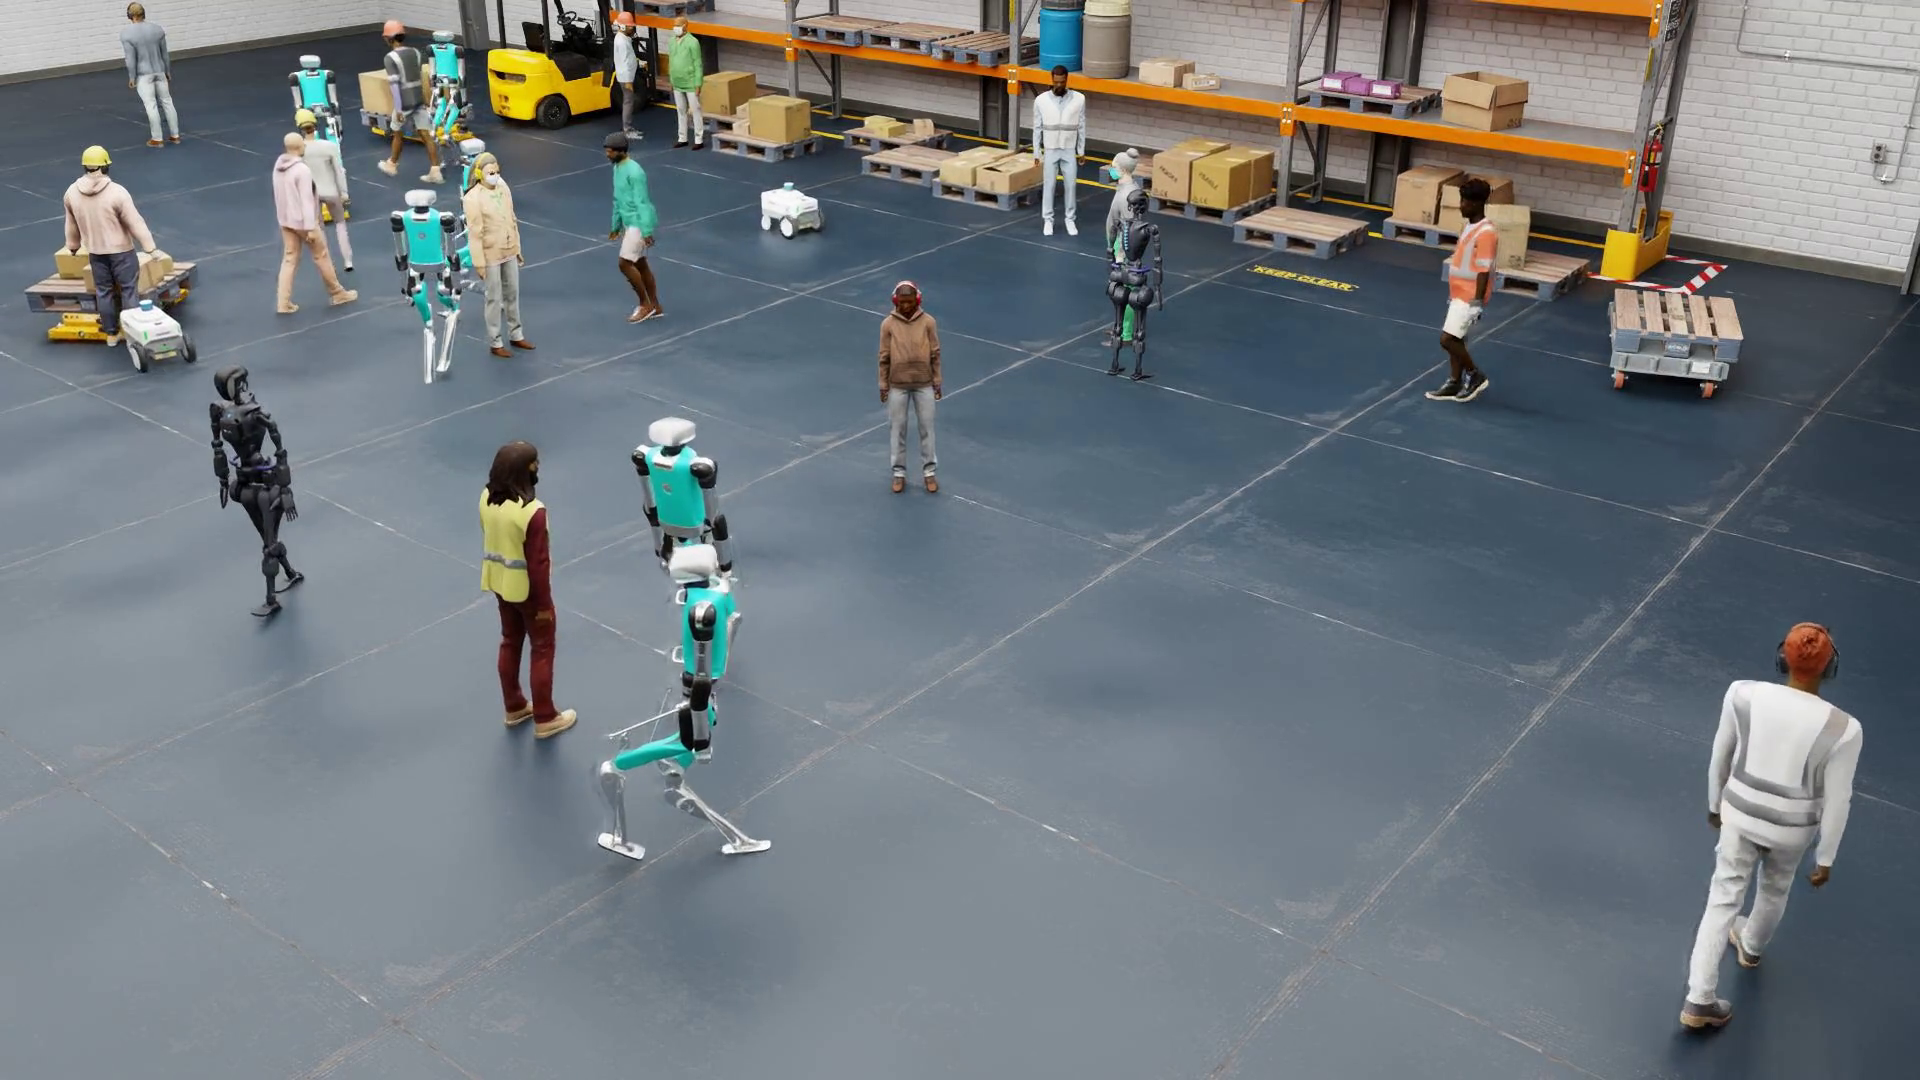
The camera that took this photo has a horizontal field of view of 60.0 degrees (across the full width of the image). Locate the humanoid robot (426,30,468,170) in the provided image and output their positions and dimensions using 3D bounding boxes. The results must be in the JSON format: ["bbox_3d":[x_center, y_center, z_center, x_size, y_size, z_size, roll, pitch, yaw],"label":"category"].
[{"bbox_3d":[-6.714,-5.660,21.550,0.530,1.743,0.754,7,27,13],"label":"humanoid robot"}]

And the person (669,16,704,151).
[{"bbox_3d":[-3.744,-6.248,22.769,0.537,1.783,0.387,15,29,28],"label":"person"}]

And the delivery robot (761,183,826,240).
[{"bbox_3d":[-1.940,-3.792,19.078,0.499,0.581,0.754,-23,34,-39],"label":"delivery robot"}]

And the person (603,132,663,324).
[{"bbox_3d":[-3.161,-2.991,15.973,0.559,1.823,0.519,-13,29,-25],"label":"person"}]

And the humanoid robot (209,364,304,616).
[{"bbox_3d":[-4.554,-0.344,10.683,0.613,1.633,0.658,9,27,18],"label":"humanoid robot"}]

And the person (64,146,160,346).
[{"bbox_3d":[-7.816,-2.674,15.290,0.822,1.853,0.434,1,26,1],"label":"person"}]

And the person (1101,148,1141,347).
[{"bbox_3d":[1.501,-2.703,15.359,0.327,1.842,0.526,4,26,9],"label":"person"}]

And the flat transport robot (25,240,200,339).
[{"bbox_3d":[-8.222,-2.269,16.270,0.659,0.231,1.431,2,26,4],"label":"flat transport robot"}]

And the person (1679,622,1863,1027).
[{"bbox_3d":[3.498,1.241,7.209,0.576,1.840,0.912,17,30,31],"label":"person"}]

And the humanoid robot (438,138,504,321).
[{"bbox_3d":[-4.828,-2.922,15.993,1.030,1.769,0.532,-22,34,-38],"label":"humanoid robot"}]

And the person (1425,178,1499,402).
[{"bbox_3d":[4.219,-2.062,13.904,0.416,1.947,0.633,1,26,2],"label":"person"}]

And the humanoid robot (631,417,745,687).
[{"bbox_3d":[-1.481,0.050,9.860,0.537,1.823,0.817,12,28,23],"label":"humanoid robot"}]

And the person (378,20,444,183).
[{"bbox_3d":[-7.077,-5.560,21.101,1.039,1.988,0.639,14,29,27],"label":"person"}]

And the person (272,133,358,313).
[{"bbox_3d":[-6.470,-3.101,16.310,0.567,1.754,0.824,16,30,29],"label":"person"}]

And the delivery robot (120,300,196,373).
[{"bbox_3d":[-7.342,-1.878,15.127,0.499,0.592,0.792,-21,33,-36],"label":"delivery robot"}]

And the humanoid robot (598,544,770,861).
[{"bbox_3d":[-1.516,0.865,8.154,1.016,1.786,0.535,-2,26,-4],"label":"humanoid robot"}]

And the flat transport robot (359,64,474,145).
[{"bbox_3d":[-7.679,-5.849,23.684,1.431,0.231,0.659,18,31,33],"label":"flat transport robot"}]

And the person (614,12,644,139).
[{"bbox_3d":[-4.670,-6.538,23.421,0.347,1.739,0.571,-5,26,-10],"label":"person"}]

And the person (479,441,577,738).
[{"bbox_3d":[-2.445,0.288,9.263,0.478,1.762,0.374,16,30,30],"label":"person"}]

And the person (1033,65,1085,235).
[{"bbox_3d":[1.117,-4.412,18.832,0.597,1.906,0.408,-2,26,-4],"label":"person"}]

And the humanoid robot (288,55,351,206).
[{"bbox_3d":[-7.616,-4.867,19.920,0.532,1.750,0.741,-14,29,-27],"label":"humanoid robot"}]

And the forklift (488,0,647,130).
[{"bbox_3d":[-5.874,-7.334,24.552,1.214,2.155,2.313,19,32,34],"label":"forklift"}]

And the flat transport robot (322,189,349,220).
[{"bbox_3d":[-7.808,-4.089,20.039,0.659,0.231,1.431,-12,28,-23],"label":"flat transport robot"}]

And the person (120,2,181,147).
[{"bbox_3d":[-11.168,-6.408,22.923,0.371,1.940,0.627,18,31,33],"label":"person"}]

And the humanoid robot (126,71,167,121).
[{"bbox_3d":[-12.034,-7.004,24.511,0.788,1.630,0.608,10,27,19],"label":"humanoid robot"}]

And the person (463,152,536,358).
[{"bbox_3d":[-4.220,-2.587,15.100,0.416,1.867,0.567,14,29,26],"label":"person"}]

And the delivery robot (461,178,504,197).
[{"bbox_3d":[-5.726,-4.247,20.060,0.499,0.614,0.803,-12,28,-24],"label":"delivery robot"}]

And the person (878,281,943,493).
[{"bbox_3d":[-0.370,-1.147,12.362,0.478,1.642,0.325,-2,26,-4],"label":"person"}]

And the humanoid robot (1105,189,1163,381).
[{"bbox_3d":[1.508,-2.249,14.592,0.599,1.657,0.315,20,32,36],"label":"humanoid robot"}]

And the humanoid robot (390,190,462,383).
[{"bbox_3d":[-4.575,-2.226,14.529,0.559,1.801,0.798,-3,26,-6],"label":"humanoid robot"}]

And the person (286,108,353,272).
[{"bbox_3d":[-6.658,-3.607,17.326,0.550,1.748,0.372,-7,27,-14],"label":"person"}]
